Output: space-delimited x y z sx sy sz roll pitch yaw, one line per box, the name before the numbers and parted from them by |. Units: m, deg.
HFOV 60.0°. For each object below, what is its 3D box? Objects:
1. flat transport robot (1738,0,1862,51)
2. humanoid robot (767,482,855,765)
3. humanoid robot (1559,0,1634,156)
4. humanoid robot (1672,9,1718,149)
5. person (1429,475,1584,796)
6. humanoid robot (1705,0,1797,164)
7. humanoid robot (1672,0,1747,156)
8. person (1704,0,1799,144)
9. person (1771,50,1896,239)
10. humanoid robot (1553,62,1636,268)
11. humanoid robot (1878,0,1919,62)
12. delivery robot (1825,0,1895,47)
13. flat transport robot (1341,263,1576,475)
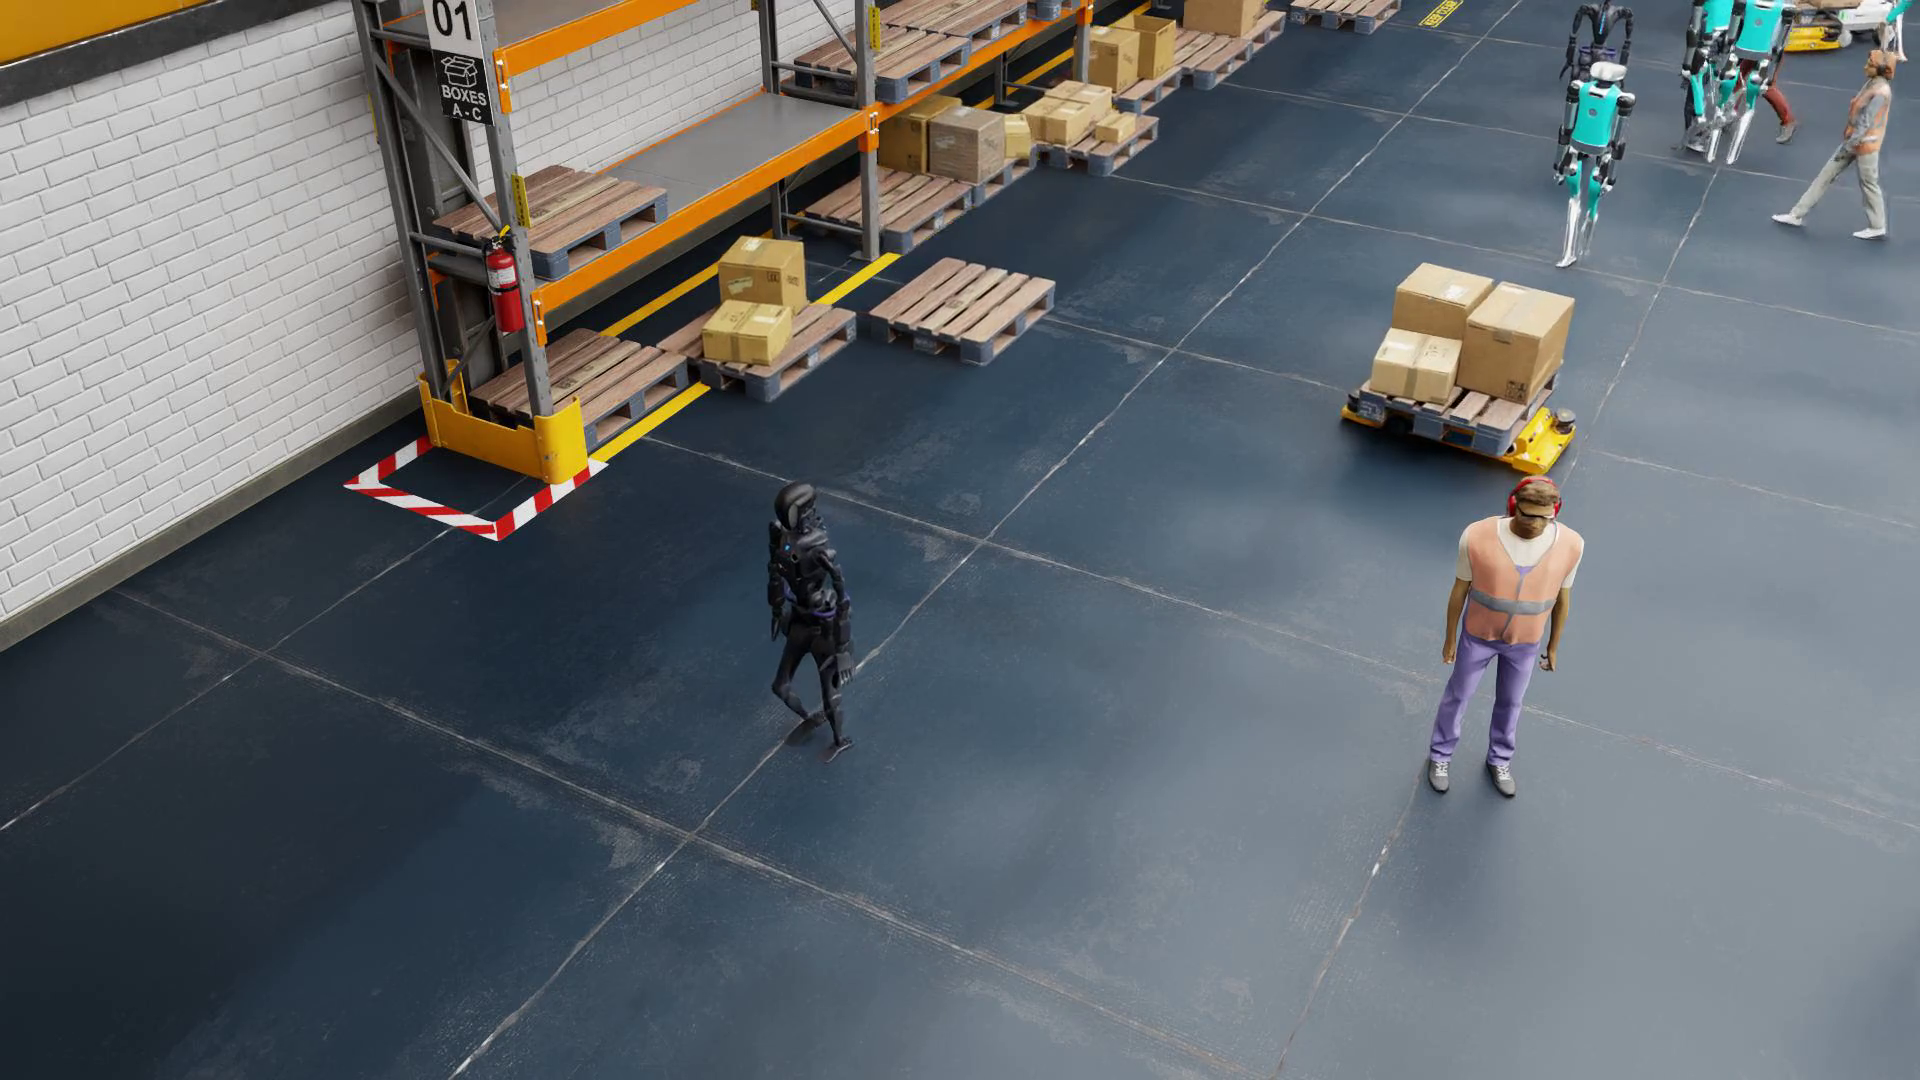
flat transport robot | 9.390 -5.925 19.112 0.659 0.231 1.431 -5 34 -8
humanoid robot | -0.719 0.426 8.231 0.609 1.646 0.369 28 42 35
humanoid robot | 5.986 -4.483 15.689 0.591 1.635 0.726 13 36 19
humanoid robot | 7.038 -4.519 15.713 0.418 1.645 0.595 16 37 23
person | 2.618 0.450 8.050 0.559 1.836 0.391 3 34 5
humanoid robot | 7.277 -4.316 15.368 0.555 1.810 0.678 17 37 24
humanoid robot | 7.052 -4.378 15.454 0.553 1.814 0.665 -11 35 -16
person | 7.763 -4.739 15.903 0.819 1.842 0.583 4 34 7
person | 7.530 -3.315 13.958 0.897 1.585 0.515 7 34 10
humanoid robot | 5.097 -2.949 13.392 0.540 1.904 0.713 26 41 33
humanoid robot | 10.270 -6.014 17.954 0.543 1.843 0.657 -14 36 -20
delivery robot | 10.203 -5.894 18.819 0.780 0.609 0.522 -6 34 -9
flat transport robot | 3.425 -0.851 11.435 1.431 0.231 0.659 20 39 28
